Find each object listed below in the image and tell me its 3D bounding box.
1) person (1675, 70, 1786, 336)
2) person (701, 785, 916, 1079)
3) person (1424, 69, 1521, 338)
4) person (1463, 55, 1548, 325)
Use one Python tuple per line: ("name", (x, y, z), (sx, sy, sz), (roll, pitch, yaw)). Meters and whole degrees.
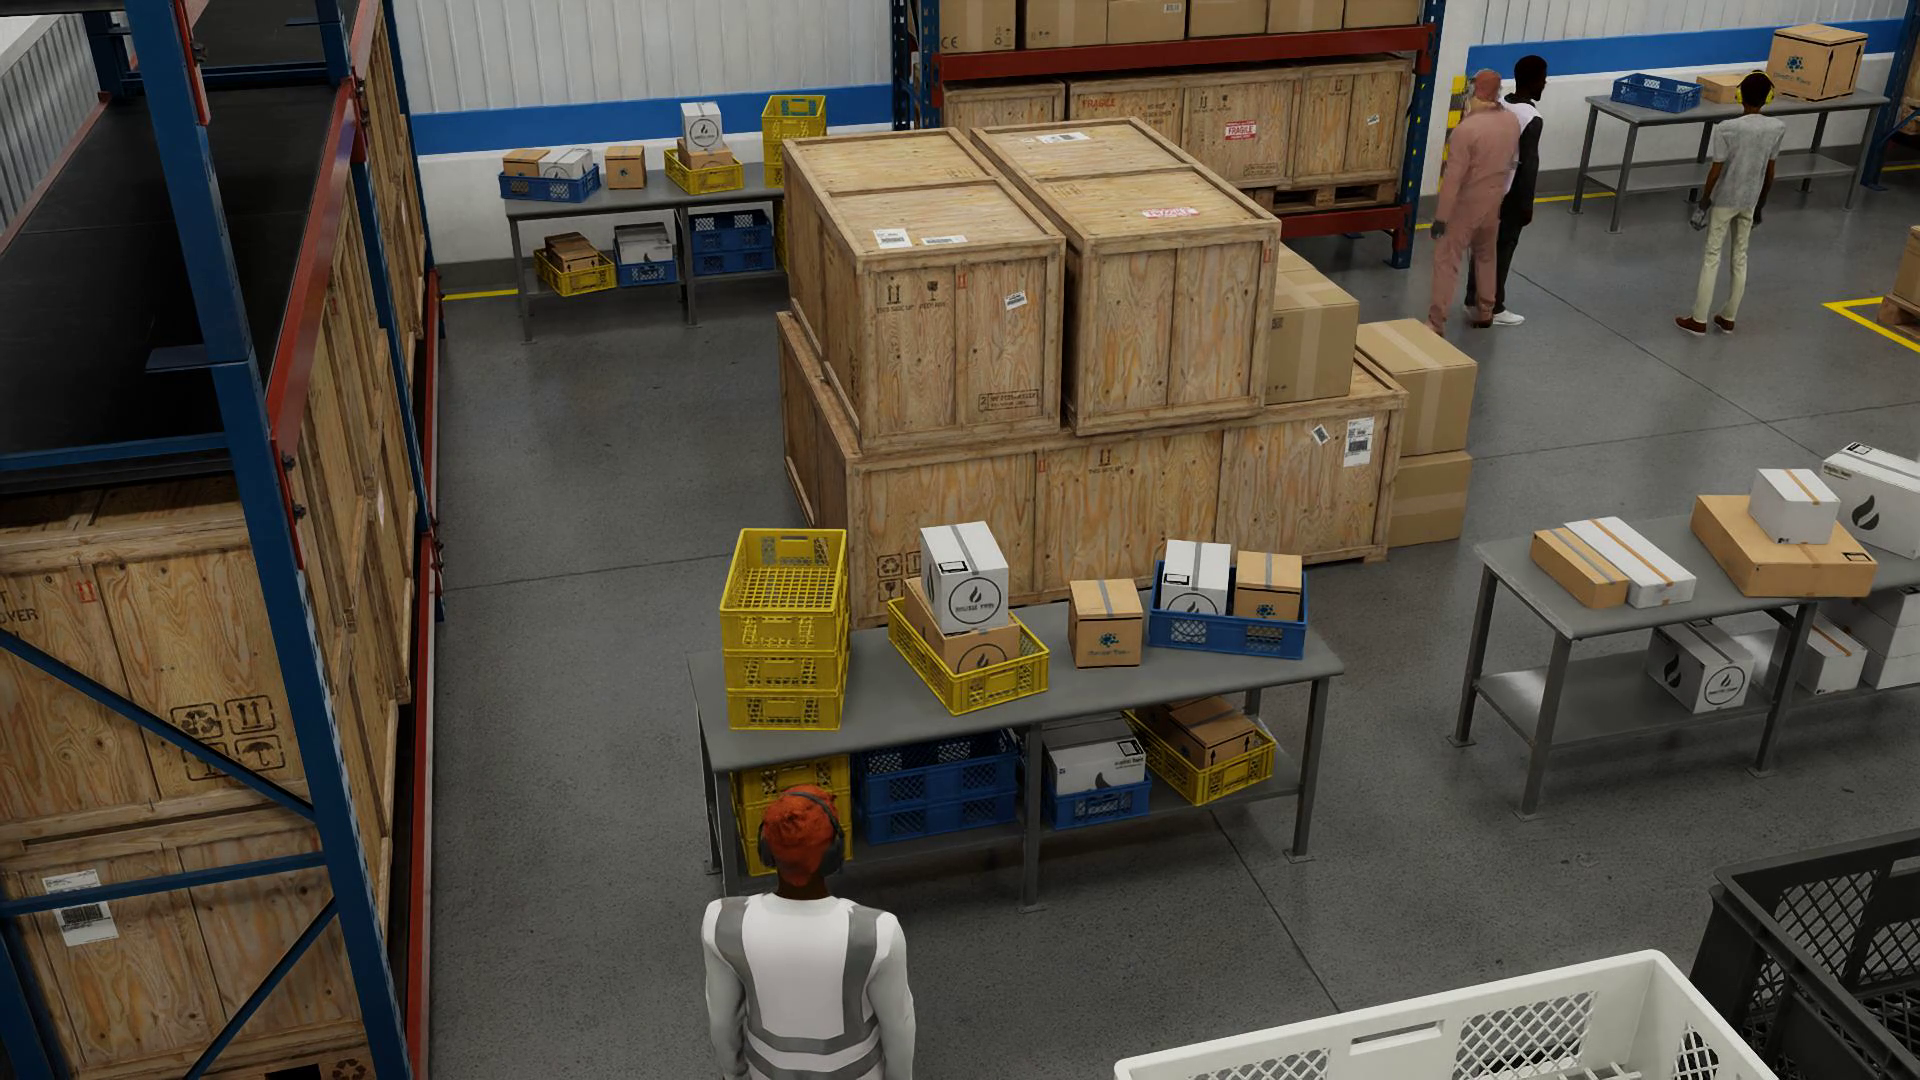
("person", (5.431, -2.357, 11.729), (0.521, 1.864, 0.336), (-2, 29, -3))
("person", (-0.406, 1.496, 4.711), (0.574, 1.886, 0.355), (3, 29, 5))
("person", (3.556, -2.338, 11.705), (0.935, 1.867, 0.394), (-17, 33, -28))
("person", (3.928, -2.505, 11.940), (0.381, 1.918, 0.595), (-7, 30, -13))
